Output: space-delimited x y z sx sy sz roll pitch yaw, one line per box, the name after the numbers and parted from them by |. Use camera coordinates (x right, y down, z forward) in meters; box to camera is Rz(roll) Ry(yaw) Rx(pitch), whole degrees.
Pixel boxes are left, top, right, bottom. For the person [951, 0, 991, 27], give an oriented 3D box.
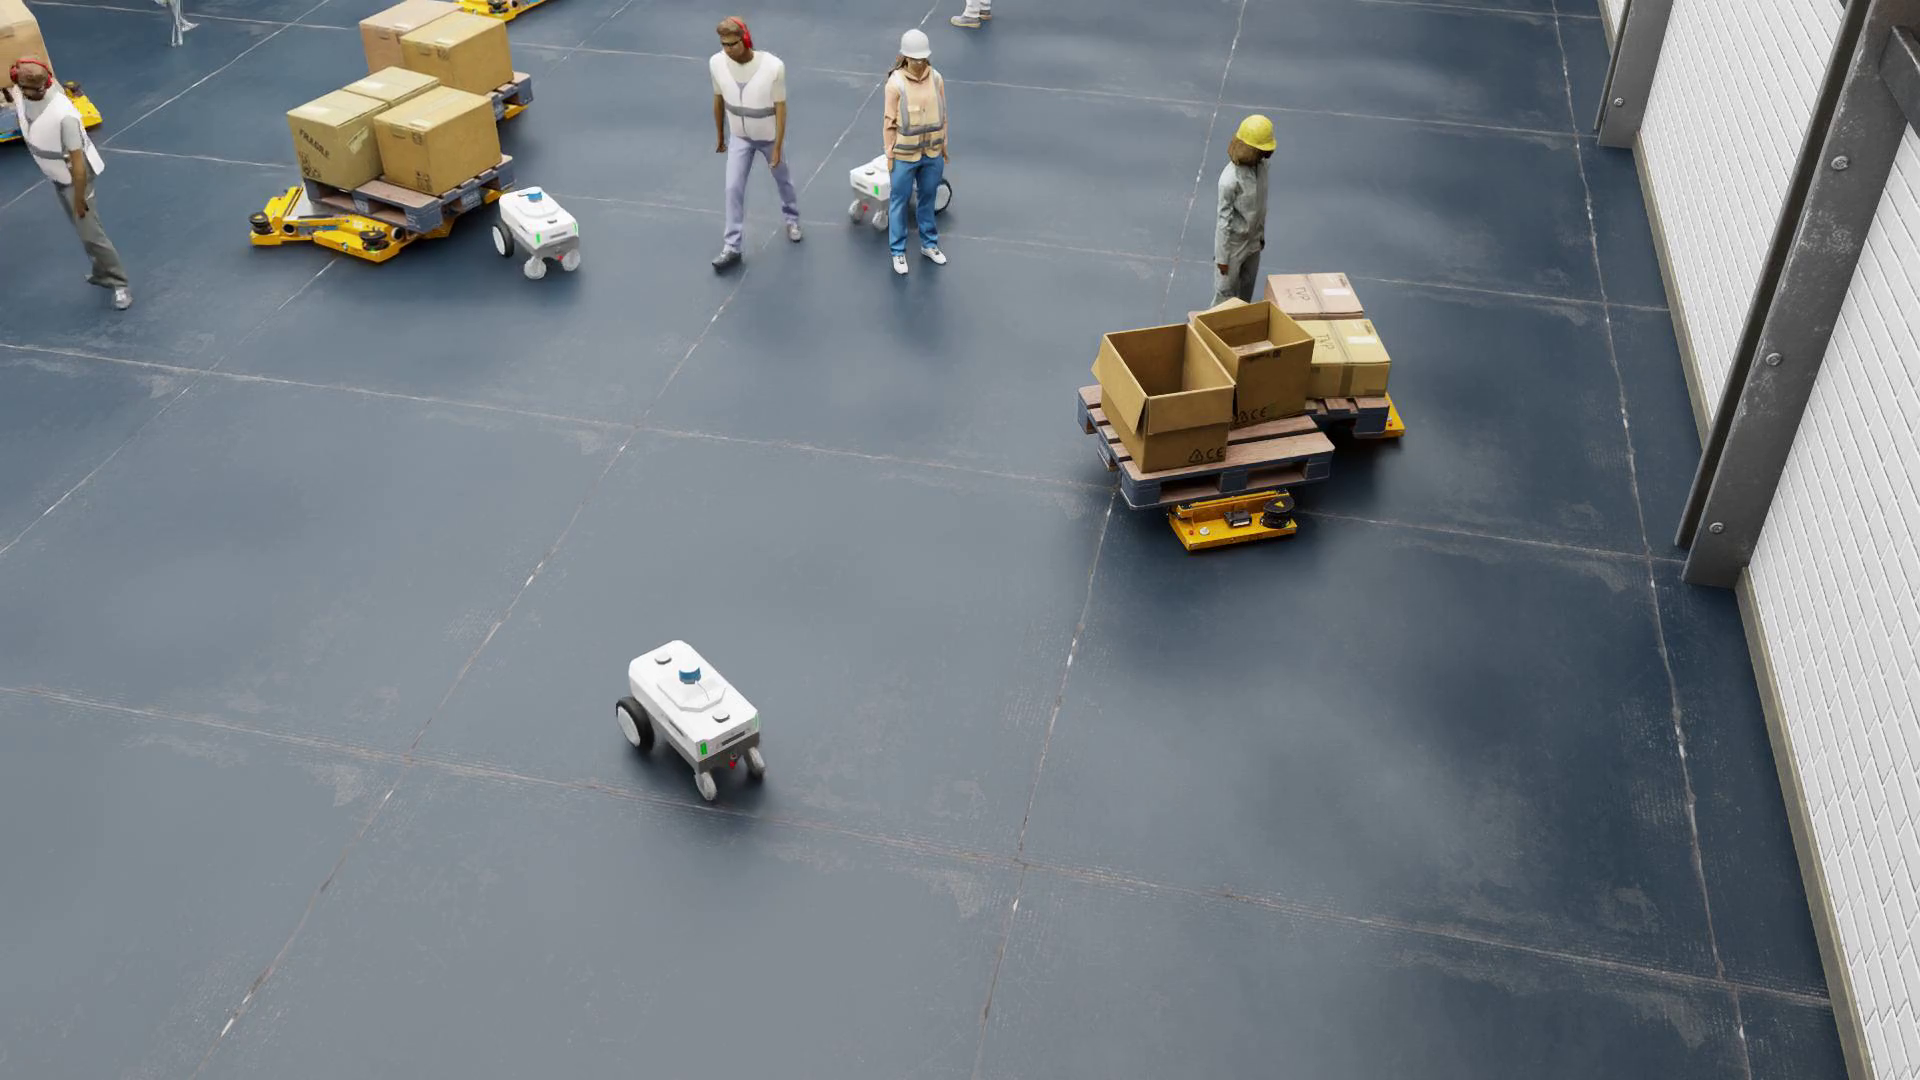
0.119 -5.785 15.613 0.357 1.883 0.572 19 41 24 | person

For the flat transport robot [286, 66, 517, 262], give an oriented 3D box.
-4.138 -2.531 12.606 0.659 0.231 1.431 19 41 23 | flat transport robot

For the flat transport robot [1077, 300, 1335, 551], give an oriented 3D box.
1.396 -0.455 9.828 0.659 0.231 1.431 -9 38 -12 | flat transport robot

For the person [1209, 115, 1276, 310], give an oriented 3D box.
1.780 -1.863 10.489 0.317 1.731 0.494 26 44 30 | person

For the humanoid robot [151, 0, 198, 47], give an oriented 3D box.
-7.404 -5.415 15.327 0.550 1.892 0.769 11 38 14 | humanoid robot

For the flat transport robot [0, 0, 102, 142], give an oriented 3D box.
-8.027 -3.504 13.907 1.431 0.231 0.659 -24 43 -28 | flat transport robot

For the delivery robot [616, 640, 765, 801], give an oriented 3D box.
-1.260 0.807 7.883 0.499 0.575 0.759 -26 44 -30 | delivery robot

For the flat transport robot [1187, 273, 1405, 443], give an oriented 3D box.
1.988 -0.862 10.372 1.431 0.231 0.659 -2 37 -3 | flat transport robot

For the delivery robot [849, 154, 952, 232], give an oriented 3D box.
-0.470 -2.712 12.624 0.812 0.614 0.499 -30 46 -34 | delivery robot

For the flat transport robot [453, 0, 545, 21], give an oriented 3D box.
-4.354 -5.504 16.584 0.659 0.231 1.431 18 41 23 | flat transport robot

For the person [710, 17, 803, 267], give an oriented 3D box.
-1.473 -2.860 11.796 0.592 1.778 0.878 8 38 11 | person

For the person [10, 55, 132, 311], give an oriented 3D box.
-6.013 -2.449 11.220 0.726 1.805 0.394 26 44 31 | person

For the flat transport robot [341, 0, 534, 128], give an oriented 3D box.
-4.332 -3.501 13.904 0.659 0.231 1.431 16 40 21 | flat transport robot

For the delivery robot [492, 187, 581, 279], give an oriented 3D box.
-3.055 -2.257 12.005 0.525 0.600 0.772 -23 42 -28 | delivery robot

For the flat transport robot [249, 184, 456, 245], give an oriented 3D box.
-4.533 -2.466 12.519 1.431 0.231 0.659 -3 37 -3 | flat transport robot

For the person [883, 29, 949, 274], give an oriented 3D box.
-0.319 -2.735 11.660 0.485 1.729 0.364 -18 40 -22 | person
